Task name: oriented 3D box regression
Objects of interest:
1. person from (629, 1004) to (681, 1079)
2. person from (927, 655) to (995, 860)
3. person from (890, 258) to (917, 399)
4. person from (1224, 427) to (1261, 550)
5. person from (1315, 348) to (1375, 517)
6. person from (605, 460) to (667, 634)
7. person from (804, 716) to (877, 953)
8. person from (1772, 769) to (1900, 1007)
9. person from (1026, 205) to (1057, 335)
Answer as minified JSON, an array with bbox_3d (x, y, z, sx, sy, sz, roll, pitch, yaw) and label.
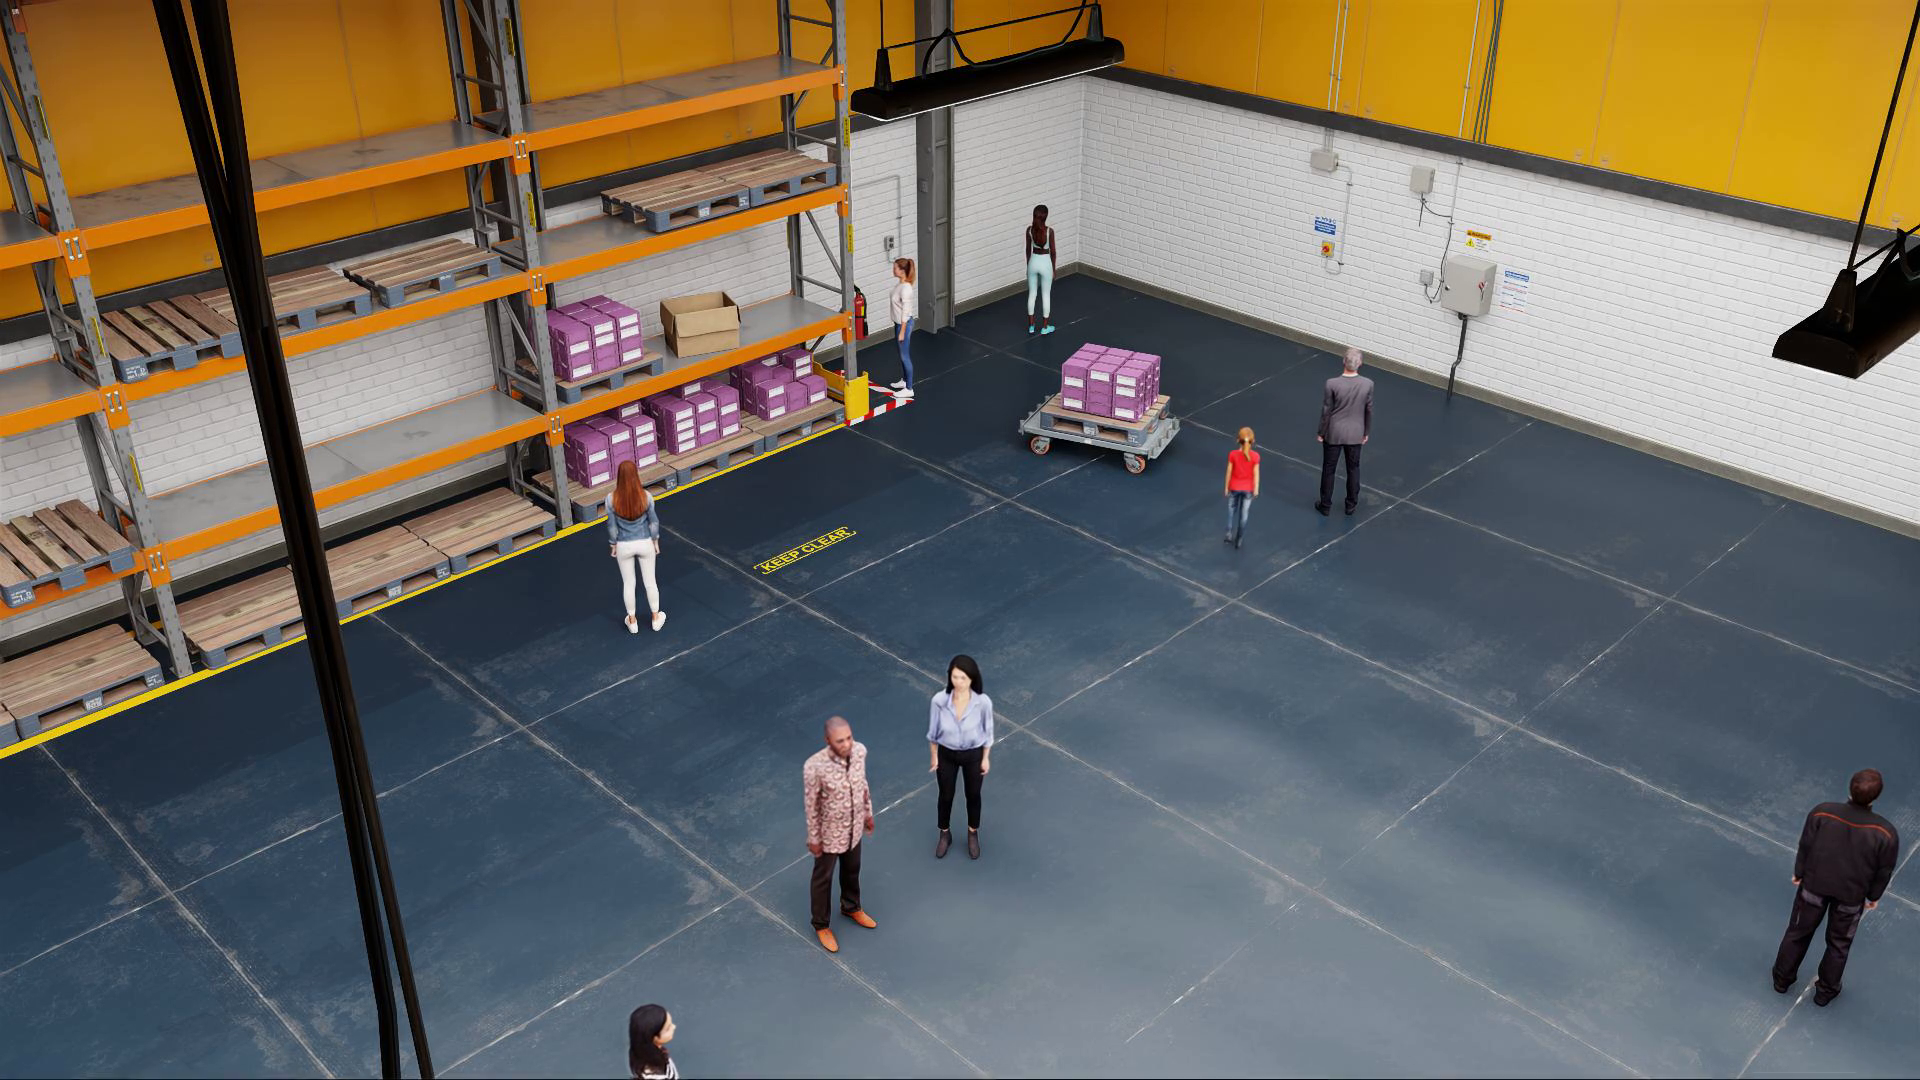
[{"bbox_3d":[-1.664,3.273,9.219,0.611,1.795,0.654,-14,31,-23],"label":"person"},{"bbox_3d":[0.013,1.605,12.331,0.721,1.743,0.758,3,29,5],"label":"person"},{"bbox_3d":[-0.677,-2.570,20.009,0.726,1.720,0.691,-3,29,-6],"label":"person"},{"bbox_3d":[2.814,-0.489,16.632,0.567,1.301,0.618,8,30,14],"label":"person"},{"bbox_3d":[3.978,-1.127,17.238,0.788,1.840,0.851,-1,29,-1],"label":"person"},{"bbox_3d":[-2.974,0.065,15.200,0.641,1.700,0.750,-5,29,-10],"label":"person"},{"bbox_3d":[-0.852,1.985,11.567,0.547,1.808,0.757,-22,35,-34],"label":"person"},{"bbox_3d":[5.776,2.286,10.983,0.763,1.839,0.648,17,33,28],"label":"person"},{"bbox_3d":[1.048,-3.555,21.810,0.641,1.725,0.661,9,30,16],"label":"person"}]
